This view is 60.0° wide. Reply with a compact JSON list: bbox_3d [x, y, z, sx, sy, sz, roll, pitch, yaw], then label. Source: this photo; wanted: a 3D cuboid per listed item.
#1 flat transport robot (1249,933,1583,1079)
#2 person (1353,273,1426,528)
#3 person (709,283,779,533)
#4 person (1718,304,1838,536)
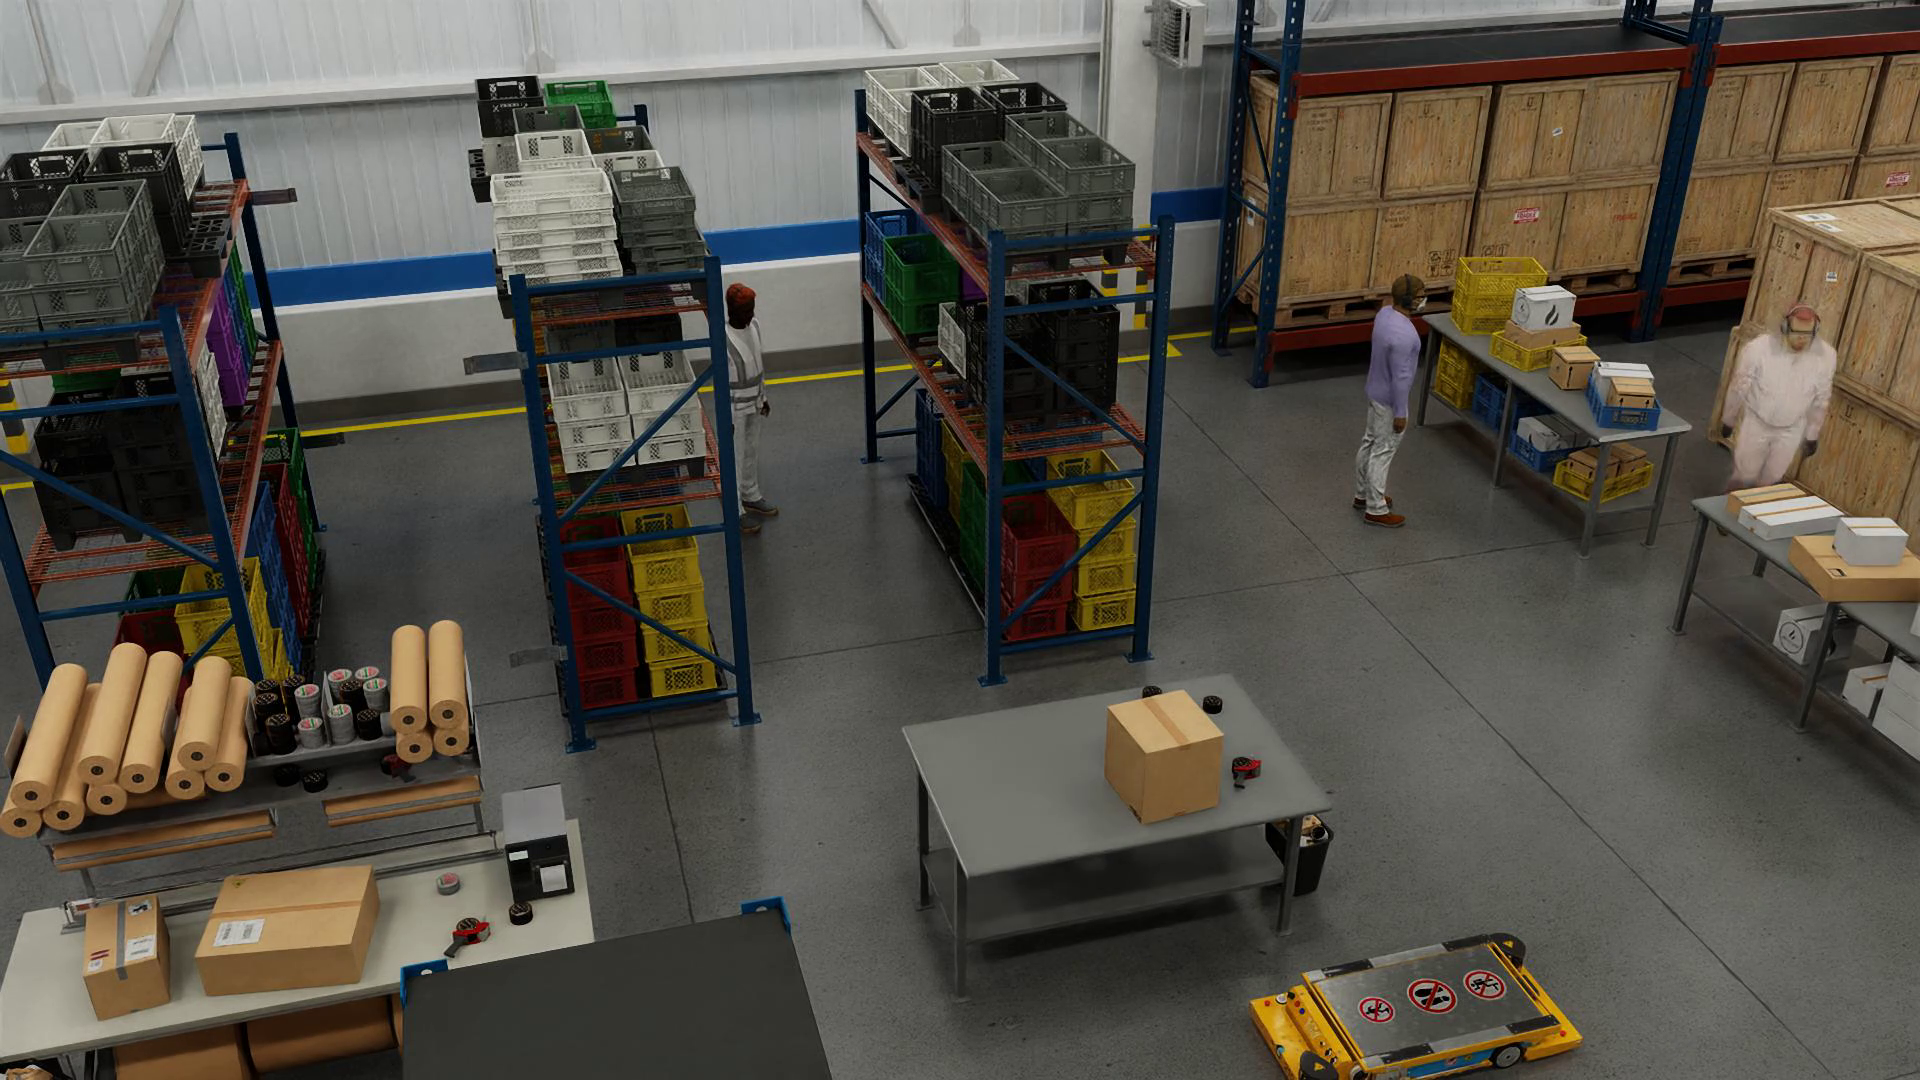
[{"bbox_3d":[2.184,2.282,7.980,1.431,0.197,0.652,-8,30,-14],"label":"flat transport robot"},{"bbox_3d":[3.184,-1.042,12.310,0.370,1.941,0.627,-1,29,-1],"label":"person"},{"bbox_3d":[-1.597,-0.987,12.267,0.356,1.884,0.573,12,31,20],"label":"person"},{"bbox_3d":[5.858,-0.824,11.974,0.644,1.886,0.422,5,29,9],"label":"person"}]
